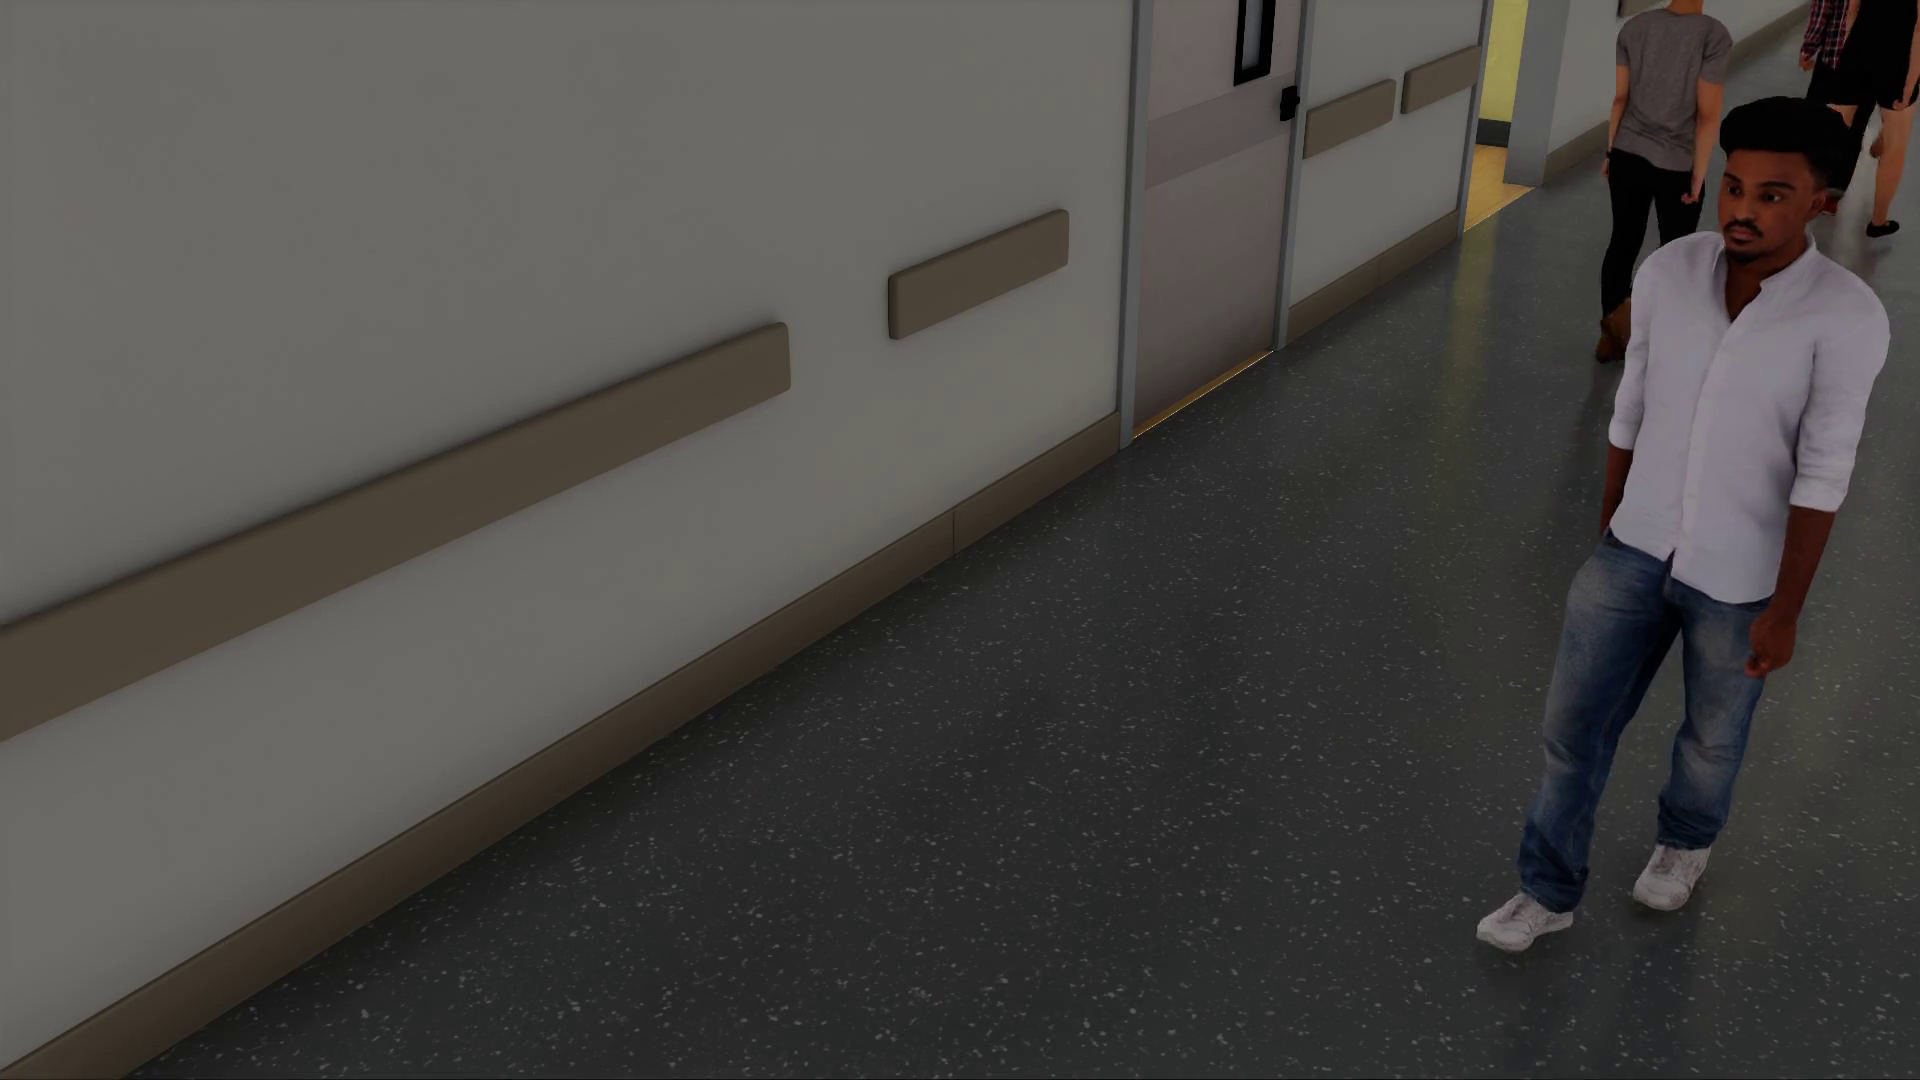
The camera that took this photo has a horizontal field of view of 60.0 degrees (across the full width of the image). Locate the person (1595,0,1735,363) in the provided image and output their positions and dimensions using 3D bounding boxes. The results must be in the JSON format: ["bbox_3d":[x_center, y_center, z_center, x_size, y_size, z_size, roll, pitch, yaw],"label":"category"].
[{"bbox_3d":[2.709,-1.496,6.569,0.753,1.709,0.763,-23,34,-39],"label":"person"}]

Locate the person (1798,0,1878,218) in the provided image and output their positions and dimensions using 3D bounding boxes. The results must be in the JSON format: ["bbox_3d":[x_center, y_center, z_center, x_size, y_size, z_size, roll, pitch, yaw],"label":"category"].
[{"bbox_3d":[4.743,-2.575,8.777,1.099,1.735,0.938,8,27,17],"label":"person"}]

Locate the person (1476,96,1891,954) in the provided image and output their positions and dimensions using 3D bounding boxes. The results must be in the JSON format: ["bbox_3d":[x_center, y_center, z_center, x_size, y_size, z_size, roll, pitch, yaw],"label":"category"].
[{"bbox_3d":[1.563,-0.009,3.402,0.957,1.782,0.810,22,34,38],"label":"person"}]

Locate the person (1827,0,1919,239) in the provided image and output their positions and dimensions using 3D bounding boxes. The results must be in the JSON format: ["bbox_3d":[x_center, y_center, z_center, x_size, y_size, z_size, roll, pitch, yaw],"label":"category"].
[{"bbox_3d":[4.434,-2.311,8.185,0.968,1.774,1.158,-17,31,-32],"label":"person"}]
